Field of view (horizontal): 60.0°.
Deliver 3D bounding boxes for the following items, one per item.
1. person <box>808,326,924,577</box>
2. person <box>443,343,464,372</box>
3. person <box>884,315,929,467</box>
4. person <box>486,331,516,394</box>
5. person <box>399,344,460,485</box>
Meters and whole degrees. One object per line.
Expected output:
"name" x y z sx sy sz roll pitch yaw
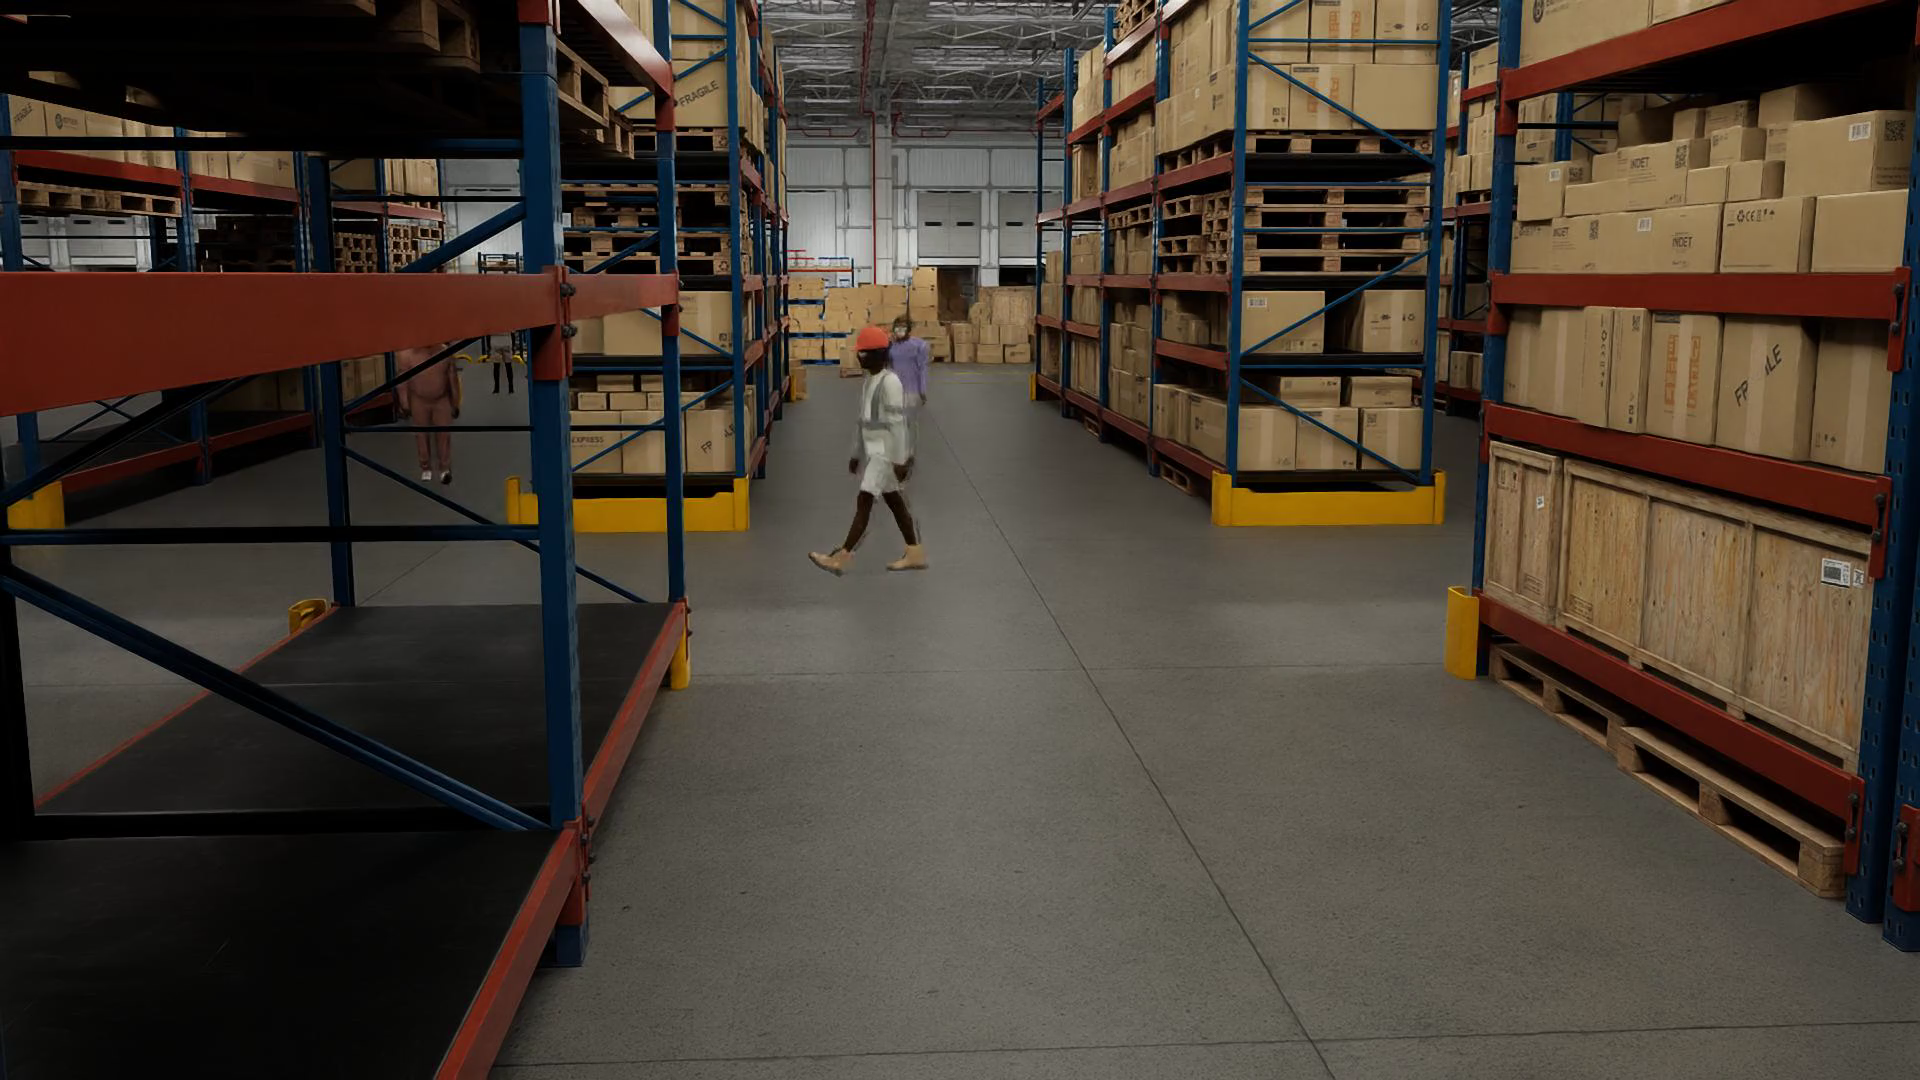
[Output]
"person" -0.733 -0.700 13.310 1.043 1.986 0.637 -3 10 -18
"person" -12.588 -5.012 40.693 0.897 1.888 0.575 -1 9 -7
"person" -0.709 -1.820 20.593 0.644 1.898 0.919 2 9 10
"person" -9.271 -3.917 33.587 0.604 1.965 0.367 -4 10 -23
"person" -6.114 -1.566 19.184 0.673 1.850 1.010 -3 10 -19
